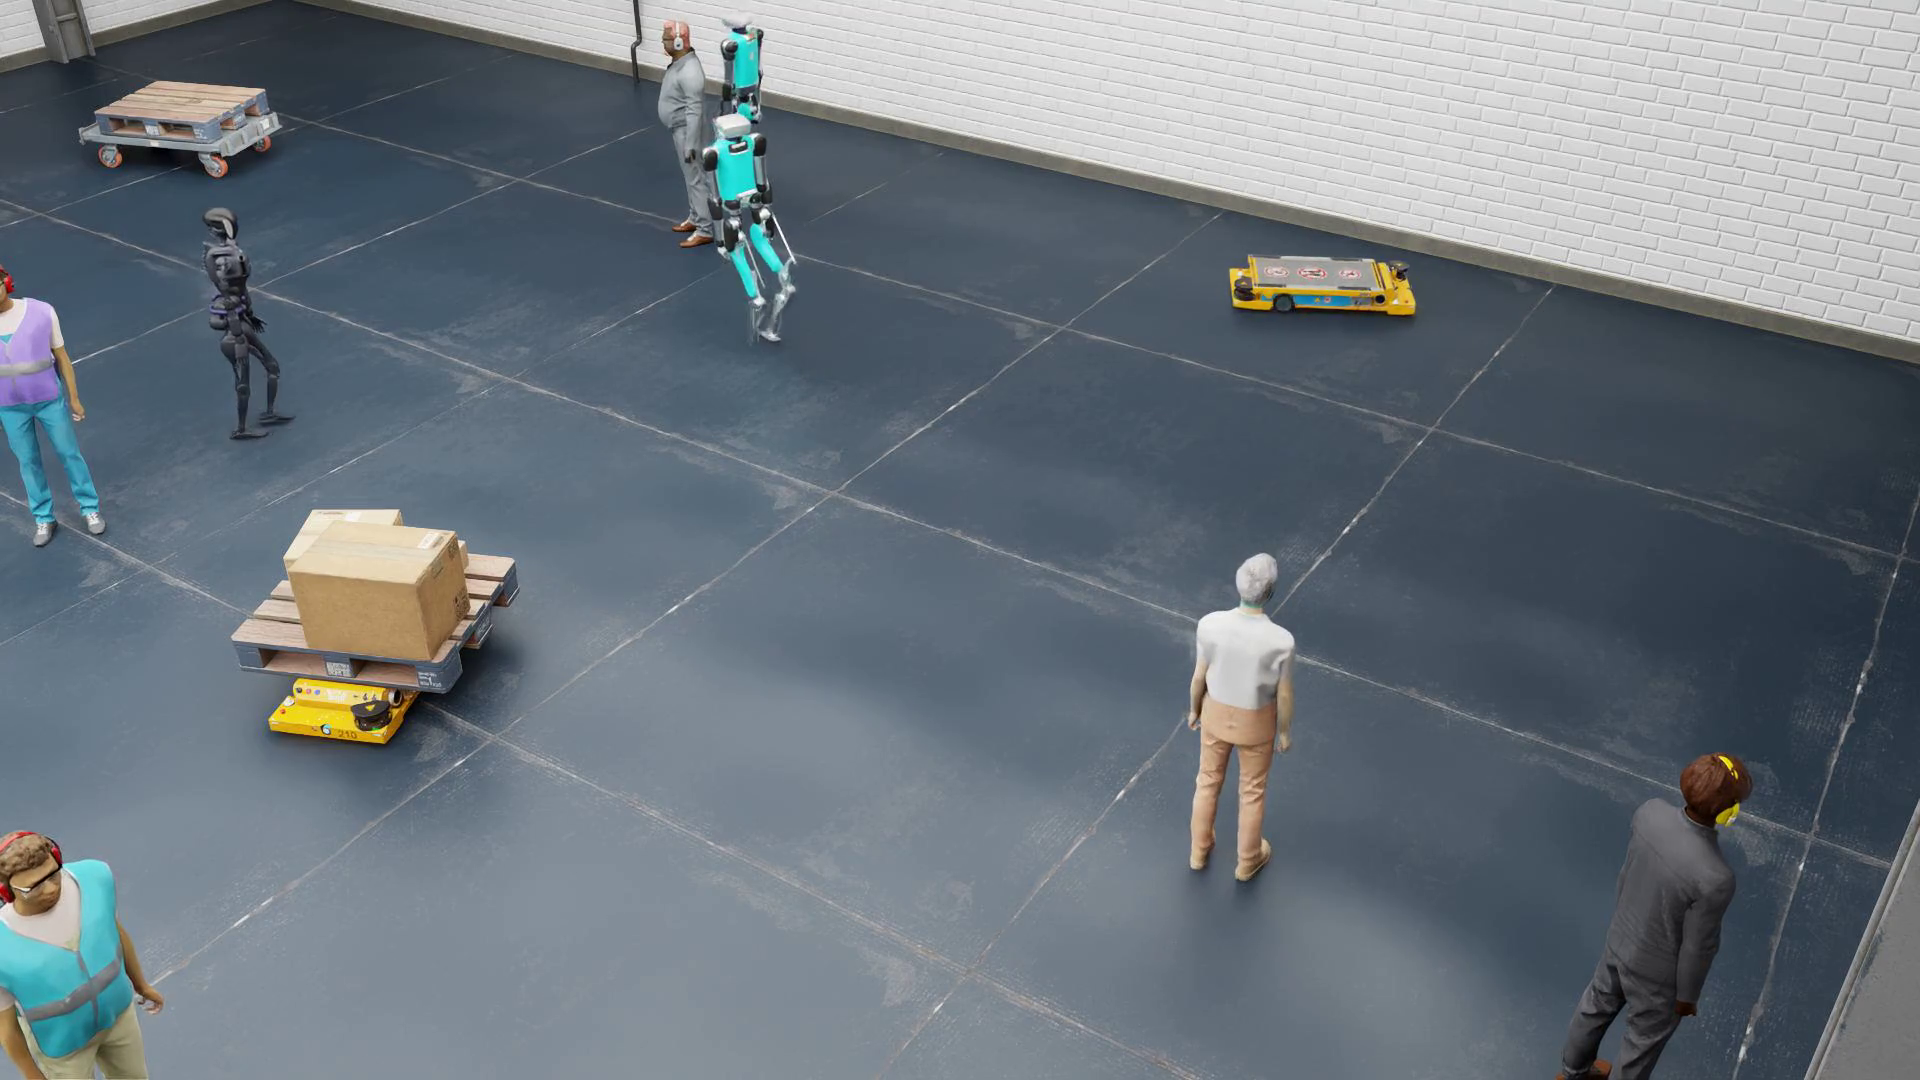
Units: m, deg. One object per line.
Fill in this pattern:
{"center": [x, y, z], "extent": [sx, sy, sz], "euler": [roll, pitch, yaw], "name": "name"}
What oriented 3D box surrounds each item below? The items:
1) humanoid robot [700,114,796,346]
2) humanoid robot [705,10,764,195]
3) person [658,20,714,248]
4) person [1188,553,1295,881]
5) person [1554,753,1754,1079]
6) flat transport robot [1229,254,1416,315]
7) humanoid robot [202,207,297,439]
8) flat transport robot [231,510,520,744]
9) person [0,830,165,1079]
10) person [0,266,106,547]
{"center": [-1.503, -2.197, 12.381], "extent": [0.539, 1.857, 0.689], "euler": [-23, 40, -32], "name": "humanoid robot"}
{"center": [-2.095, -3.808, 14.920], "extent": [0.719, 1.899, 0.547], "euler": [16, 36, 23], "name": "humanoid robot"}
{"center": [-2.330, -3.439, 14.094], "extent": [0.410, 1.909, 0.639], "euler": [-8, 34, -13], "name": "person"}
{"center": [1.282, 0.820, 7.613], "extent": [0.491, 1.744, 0.304], "euler": [13, 35, 20], "name": "person"}
{"center": [2.644, 1.570, 6.343], "extent": [0.353, 1.867, 0.491], "euler": [-9, 34, -14], "name": "person"}
{"center": [2.922, -2.062, 13.464], "extent": [1.431, 0.231, 0.659], "euler": [3, 33, 4], "name": "flat transport robot"}
{"center": [-4.879, -1.452, 11.216], "extent": [0.439, 1.636, 0.588], "euler": [-8, 34, -13], "name": "humanoid robot"}
{"center": [-3.214, 0.599, 9.324], "extent": [0.659, 0.231, 1.431], "euler": [5, 33, 8], "name": "flat transport robot"}
{"center": [-3.191, 1.762, 6.055], "extent": [0.394, 1.847, 0.563], "euler": [14, 35, 21], "name": "person"}
{"center": [-5.654, -0.846, 10.115], "extent": [0.566, 1.845, 0.387], "euler": [-13, 35, -19], "name": "person"}
